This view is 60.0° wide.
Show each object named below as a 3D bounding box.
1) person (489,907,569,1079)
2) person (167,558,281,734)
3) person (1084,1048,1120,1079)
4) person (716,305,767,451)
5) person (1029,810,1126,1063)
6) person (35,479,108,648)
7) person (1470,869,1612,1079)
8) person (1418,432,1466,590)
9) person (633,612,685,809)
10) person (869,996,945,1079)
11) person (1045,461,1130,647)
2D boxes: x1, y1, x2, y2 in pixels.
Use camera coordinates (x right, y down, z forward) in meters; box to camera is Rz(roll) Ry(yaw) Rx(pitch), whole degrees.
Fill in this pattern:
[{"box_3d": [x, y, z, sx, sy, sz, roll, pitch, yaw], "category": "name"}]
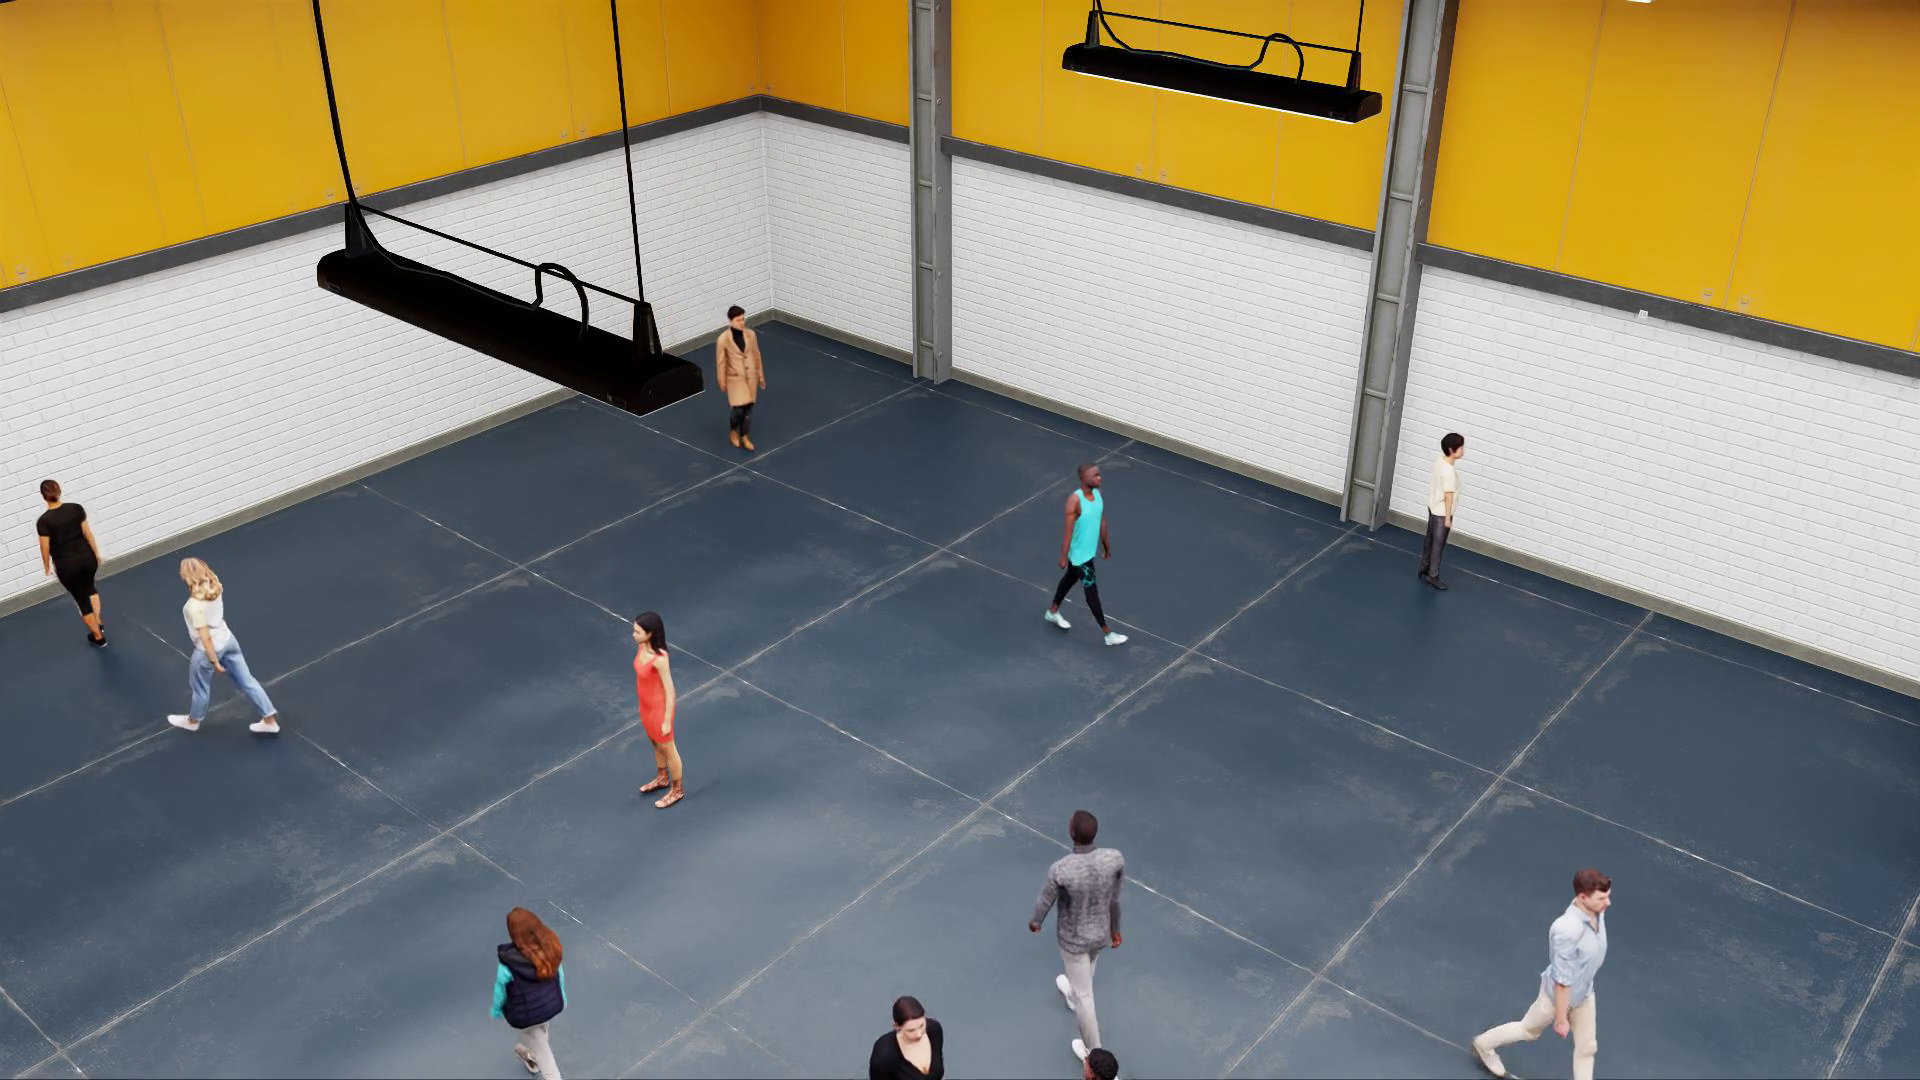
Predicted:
[{"box_3d": [-2.575, 2.928, 10.245, 0.868, 1.468, 0.568, 21, 35, 33], "category": "person"}, {"box_3d": [-6.036, 0.922, 13.723, 1.241, 1.660, 1.053, 3, 29, 6], "category": "person"}, {"box_3d": [0.855, 3.455, 9.516, 0.547, 1.242, 0.531, 15, 32, 25], "category": "person"}, {"box_3d": [-2.502, -1.849, 18.746, 0.736, 1.714, 0.788, -18, 33, -30], "category": "person"}, {"box_3d": [0.833, 2.579, 10.541, 0.941, 1.798, 1.148, -15, 32, -25], "category": "person"}, {"box_3d": [-7.948, 0.228, 15.001, 0.669, 1.655, 0.604, 21, 35, 33], "category": "person"}, {"box_3d": [3.629, 2.739, 10.231, 0.763, 1.813, 1.261, -24, 36, -36], "category": "person"}, {"box_3d": [4.636, -0.293, 16.023, 0.690, 1.589, 0.646, -1, 29, -1], "category": "person"}, {"box_3d": [-2.357, 1.306, 12.956, 0.698, 1.719, 0.521, -20, 34, -32], "category": "person"}, {"box_3d": [-0.351, 3.203, 9.484, 0.856, 1.714, 1.146, -20, 34, -32], "category": "person"}, {"box_3d": [1.029, 0.088, 15.133, 1.177, 1.773, 0.661, 20, 35, 32], "category": "person"}]
